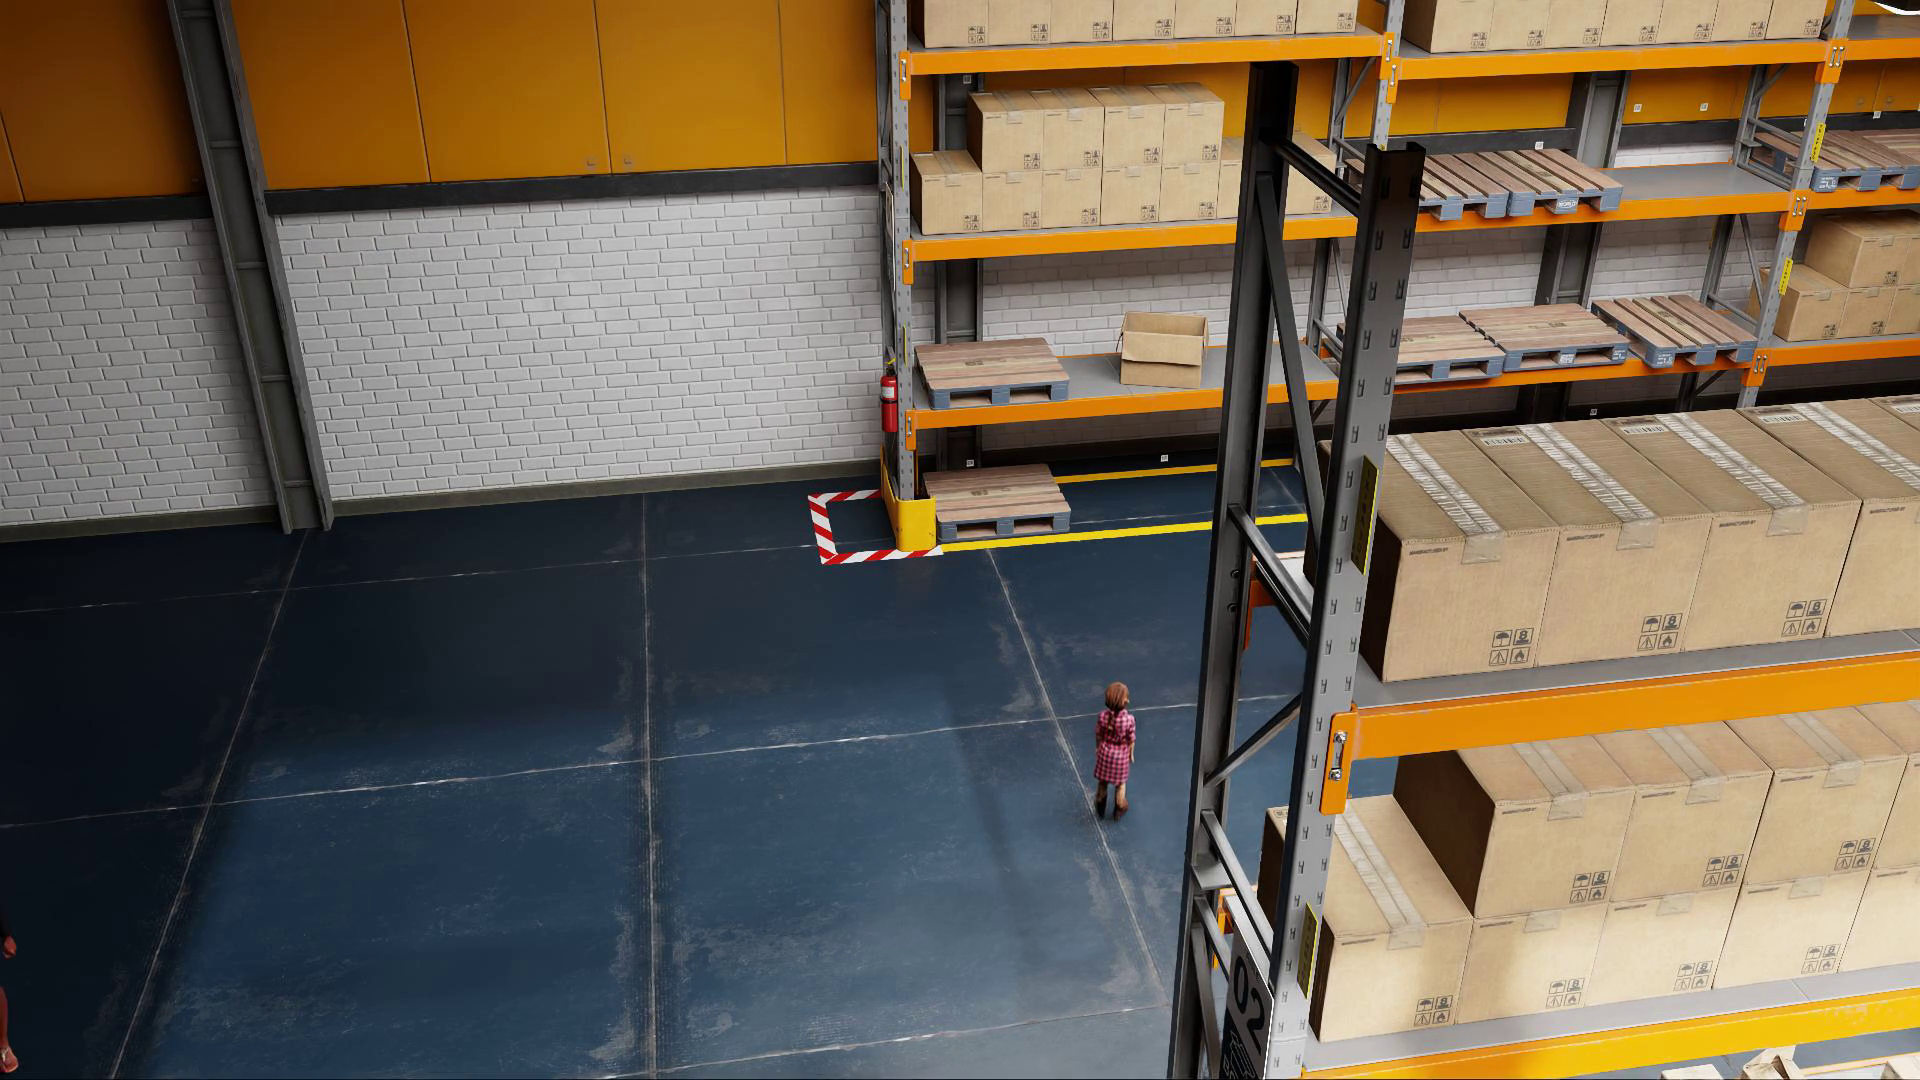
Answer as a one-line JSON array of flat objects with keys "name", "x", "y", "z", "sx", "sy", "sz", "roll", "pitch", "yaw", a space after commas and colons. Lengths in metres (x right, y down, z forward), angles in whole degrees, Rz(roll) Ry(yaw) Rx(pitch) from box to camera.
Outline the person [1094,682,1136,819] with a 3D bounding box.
[{"name": "person", "x": 1.037, "y": 1.414, "z": 11.207, "sx": 0.482, "sy": 1.020, "sz": 0.560, "roll": 9, "pitch": 30, "yaw": 17}]

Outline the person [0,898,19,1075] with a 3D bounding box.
[{"name": "person", "x": -5.475, "y": 2.168, "z": 9.103, "sx": 0.665, "sy": 1.713, "sz": 0.786, "roll": -17, "pitch": 33, "yaw": -28}]
